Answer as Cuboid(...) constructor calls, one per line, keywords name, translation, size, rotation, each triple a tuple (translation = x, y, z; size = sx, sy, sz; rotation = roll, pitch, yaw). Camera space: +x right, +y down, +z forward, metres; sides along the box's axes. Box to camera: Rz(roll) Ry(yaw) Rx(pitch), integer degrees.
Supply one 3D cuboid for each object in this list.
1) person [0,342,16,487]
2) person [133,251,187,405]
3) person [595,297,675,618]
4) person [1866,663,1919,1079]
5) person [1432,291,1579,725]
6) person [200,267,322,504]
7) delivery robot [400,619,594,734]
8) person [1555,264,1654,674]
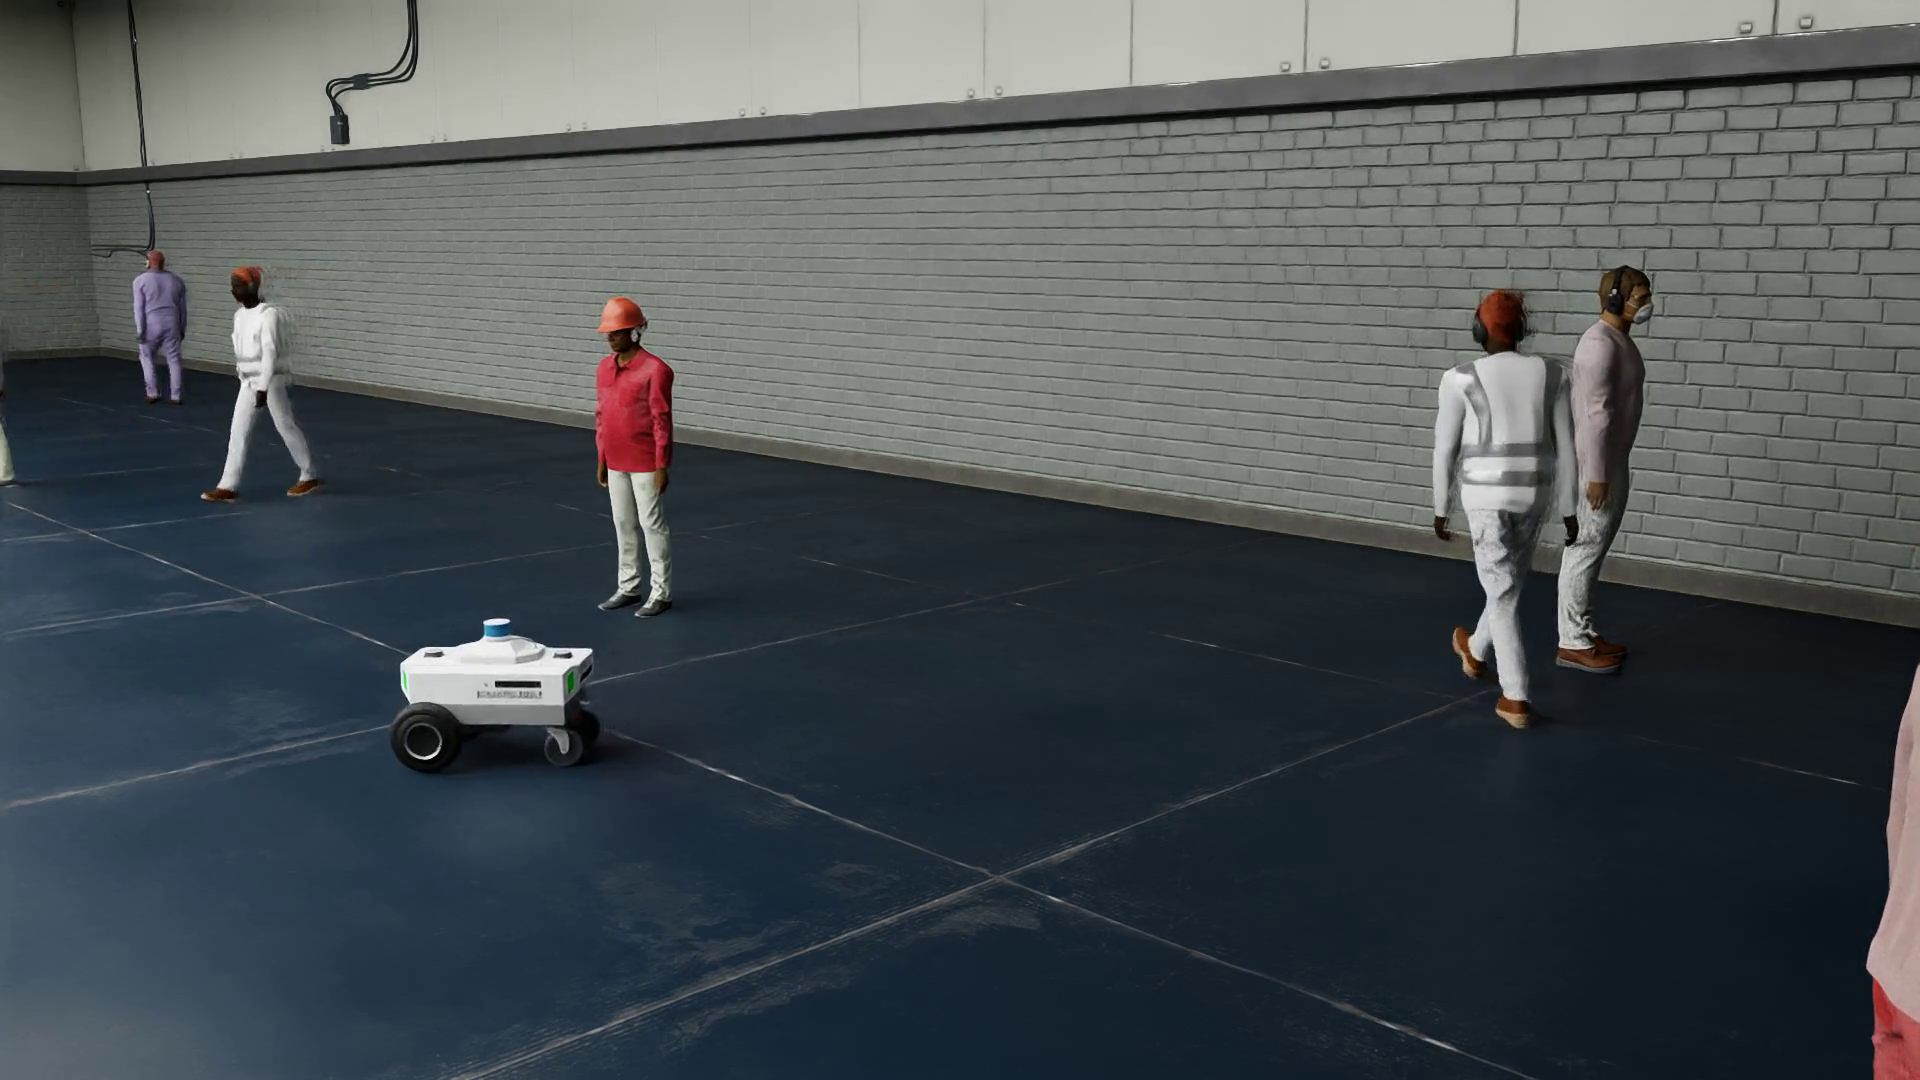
Cuboid(name="person", translation=(-8.121, -1.277, 13.624), size=(0.619, 1.729, 0.597), rotation=(-3, 11, -15))
Cuboid(name="person", translation=(-9.875, -2.608, 20.495), size=(0.722, 1.880, 0.673), rotation=(9, 14, 40))
Cuboid(name="person", translation=(-1.808, -0.449, 9.108), size=(0.570, 1.743, 0.352), rotation=(8, 13, 37))
Cuboid(name="person", translation=(1.603, 0.736, 2.584), size=(0.330, 1.765, 0.533), rotation=(2, 11, 12))
Cuboid(name="person", translation=(2.367, -0.173, 7.362), size=(0.587, 1.824, 1.017), rotation=(-1, 10, -4))
Cuboid(name="person", translation=(-5.476, -1.210, 13.016), size=(0.586, 1.835, 0.985), rotation=(7, 12, 32))
Cuboid(name="delivery robot", translation=(-1.826, 0.557, 6.606), size=(0.707, 0.478, 0.477), rotation=(0, 10, 2))
Cuboid(name="person", translation=(3.093, -0.344, 7.999), size=(0.355, 1.938, 0.634), rotation=(6, 12, 28))
